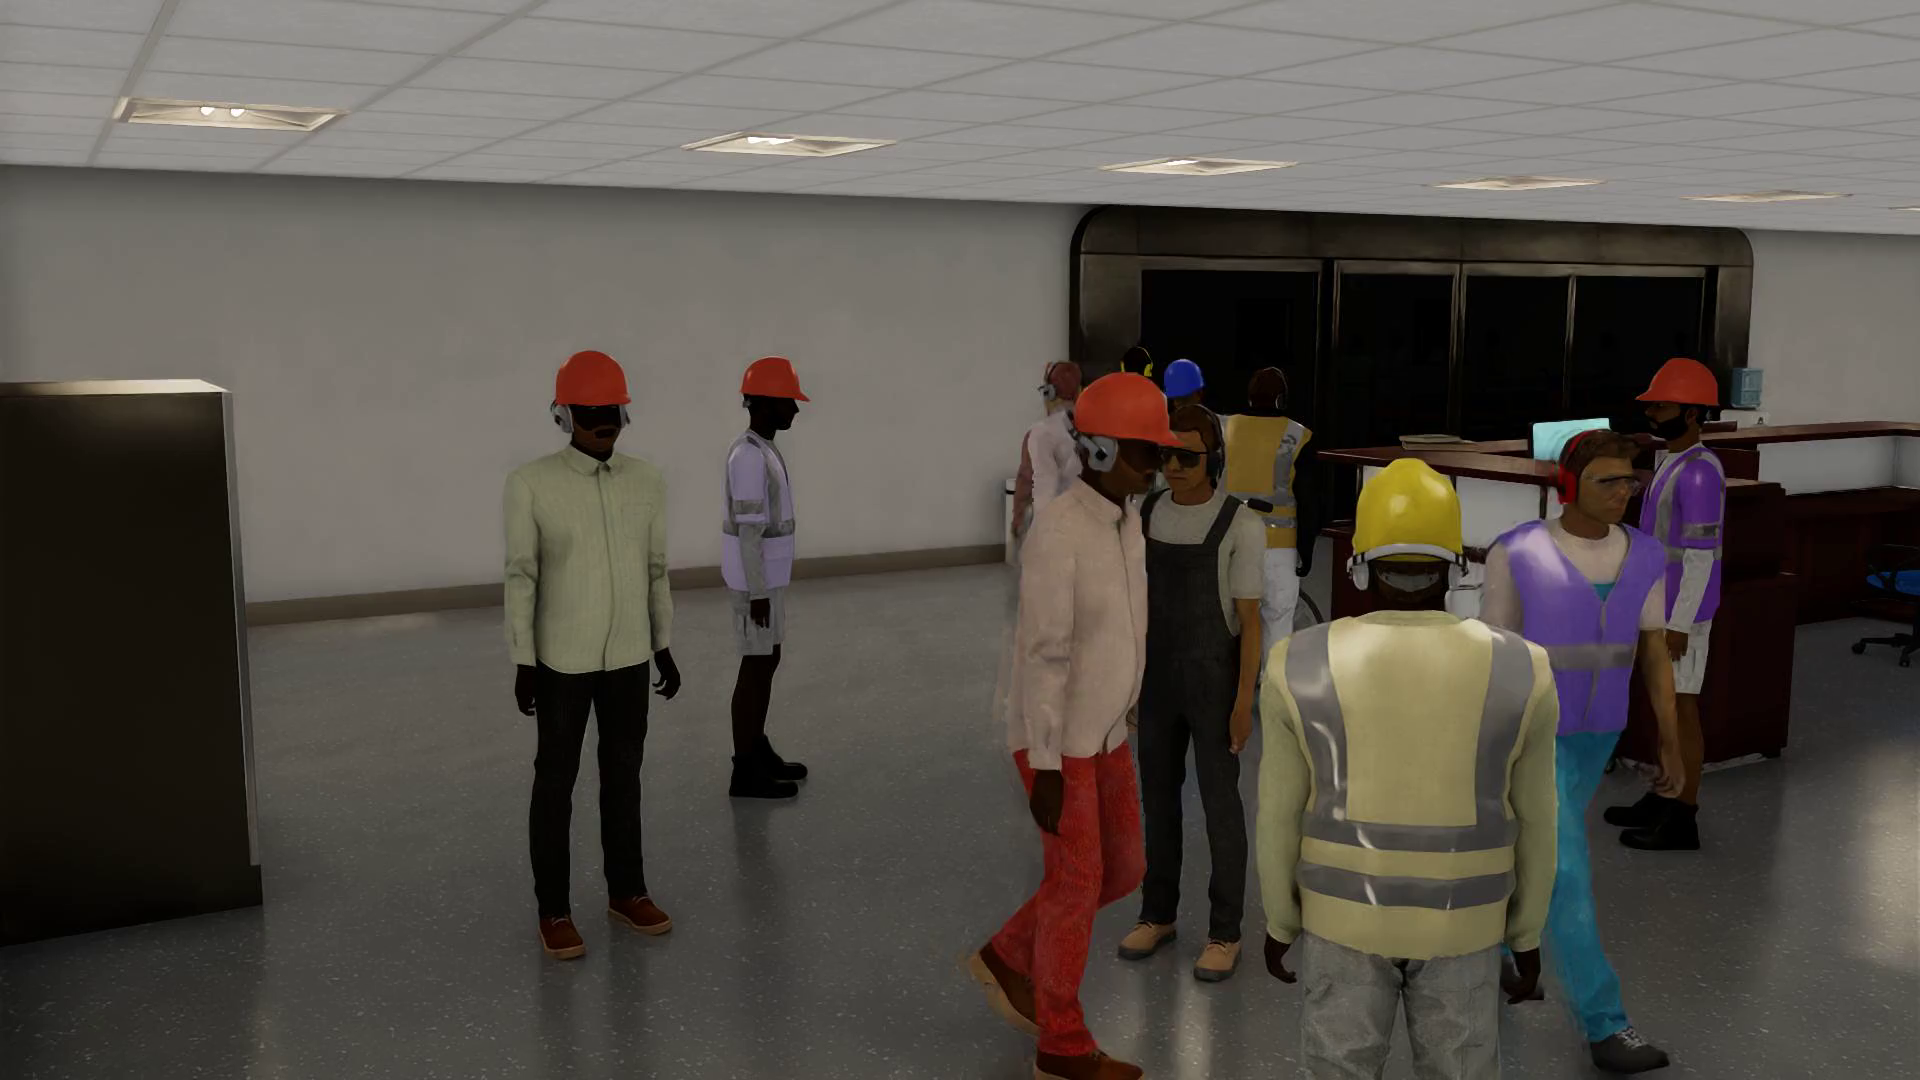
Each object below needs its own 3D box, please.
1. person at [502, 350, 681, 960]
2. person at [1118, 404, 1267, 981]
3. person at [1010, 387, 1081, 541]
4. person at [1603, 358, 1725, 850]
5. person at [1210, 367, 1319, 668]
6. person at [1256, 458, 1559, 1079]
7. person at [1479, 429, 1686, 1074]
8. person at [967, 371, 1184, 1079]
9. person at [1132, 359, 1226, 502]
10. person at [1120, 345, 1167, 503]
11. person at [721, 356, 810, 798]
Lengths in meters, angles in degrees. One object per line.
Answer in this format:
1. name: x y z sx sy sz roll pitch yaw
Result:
1. person: -1.218 0.370 5.558 0.610 1.996 0.378 -7 10 -40
2. person: 0.731 0.480 5.340 0.506 1.838 0.342 6 10 38
3. person: 0.554 -0.110 9.948 0.520 1.745 0.677 6 10 37
4. person: 2.811 0.255 6.589 0.351 1.942 0.545 2 8 11
5. person: 1.587 0.010 8.763 0.623 1.838 0.430 5 9 30
6. person: 0.898 0.750 3.387 0.588 1.837 0.404 1 8 10
7. person: 1.807 0.570 4.845 0.583 1.788 0.977 -3 8 -18
8. person: 0.313 0.522 4.551 0.580 1.969 0.665 4 9 29
9. person: 1.288 -0.084 9.371 0.638 1.876 0.923 1 8 4
10. person: 1.287 -0.497 12.287 0.521 1.870 0.319 2 8 15
11. person: -0.848 0.160 7.333 0.389 1.928 0.550 0 8 2
